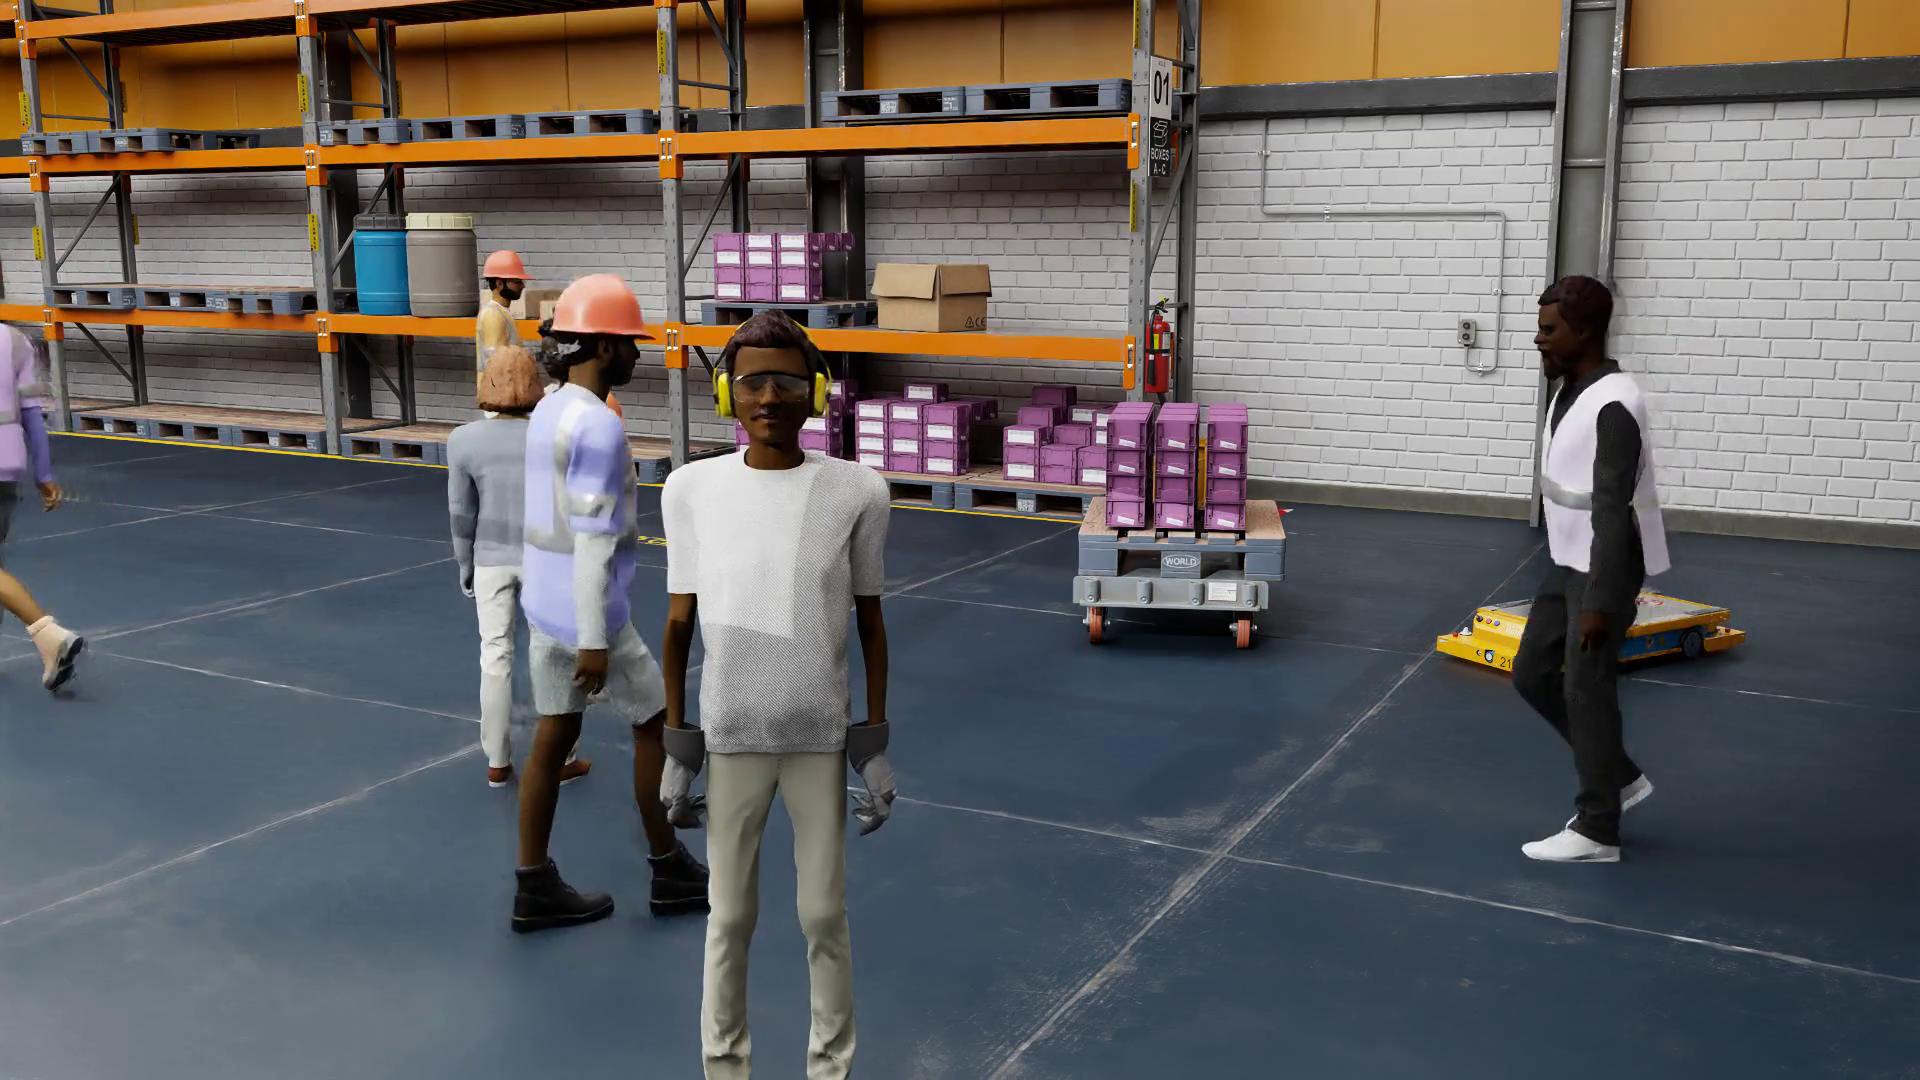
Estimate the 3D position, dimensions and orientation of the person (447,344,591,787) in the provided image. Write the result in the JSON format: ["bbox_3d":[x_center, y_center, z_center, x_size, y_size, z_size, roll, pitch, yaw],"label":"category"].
[{"bbox_3d":[-1.610,0.103,6.115,0.500,1.636,0.280,0,10,0],"label":"person"}]

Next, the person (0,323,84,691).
[{"bbox_3d":[-4.318,-0.316,7.406,0.932,2.009,0.617,4,11,20],"label":"person"}]

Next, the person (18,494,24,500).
[{"bbox_3d":[-7.516,-1.210,12.763,0.393,1.837,0.564,-7,13,-34],"label":"person"}]

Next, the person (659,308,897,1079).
[{"bbox_3d":[-0.393,0.446,3.585,0.514,1.876,0.328,-1,10,-5],"label":"person"}]

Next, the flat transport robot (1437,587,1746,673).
[{"bbox_3d":[3.069,0.432,8.056,1.431,0.197,0.652,-6,12,-30],"label":"flat transport robot"}]

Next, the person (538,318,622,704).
[{"bbox_3d":[-1.671,-0.132,7.266,0.530,1.689,0.321,8,13,37],"label":"person"}]

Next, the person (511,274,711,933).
[{"bbox_3d":[-0.997,0.189,4.894,0.822,1.905,0.572,-7,12,-32],"label":"person"}]

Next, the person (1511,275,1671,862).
[{"bbox_3d":[2.025,0.109,5.350,0.434,1.901,0.613,1,10,4],"label":"person"}]

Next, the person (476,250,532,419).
[{"bbox_3d":[-2.928,-0.897,10.770,0.376,1.935,0.550,-2,11,-12],"label":"person"}]
